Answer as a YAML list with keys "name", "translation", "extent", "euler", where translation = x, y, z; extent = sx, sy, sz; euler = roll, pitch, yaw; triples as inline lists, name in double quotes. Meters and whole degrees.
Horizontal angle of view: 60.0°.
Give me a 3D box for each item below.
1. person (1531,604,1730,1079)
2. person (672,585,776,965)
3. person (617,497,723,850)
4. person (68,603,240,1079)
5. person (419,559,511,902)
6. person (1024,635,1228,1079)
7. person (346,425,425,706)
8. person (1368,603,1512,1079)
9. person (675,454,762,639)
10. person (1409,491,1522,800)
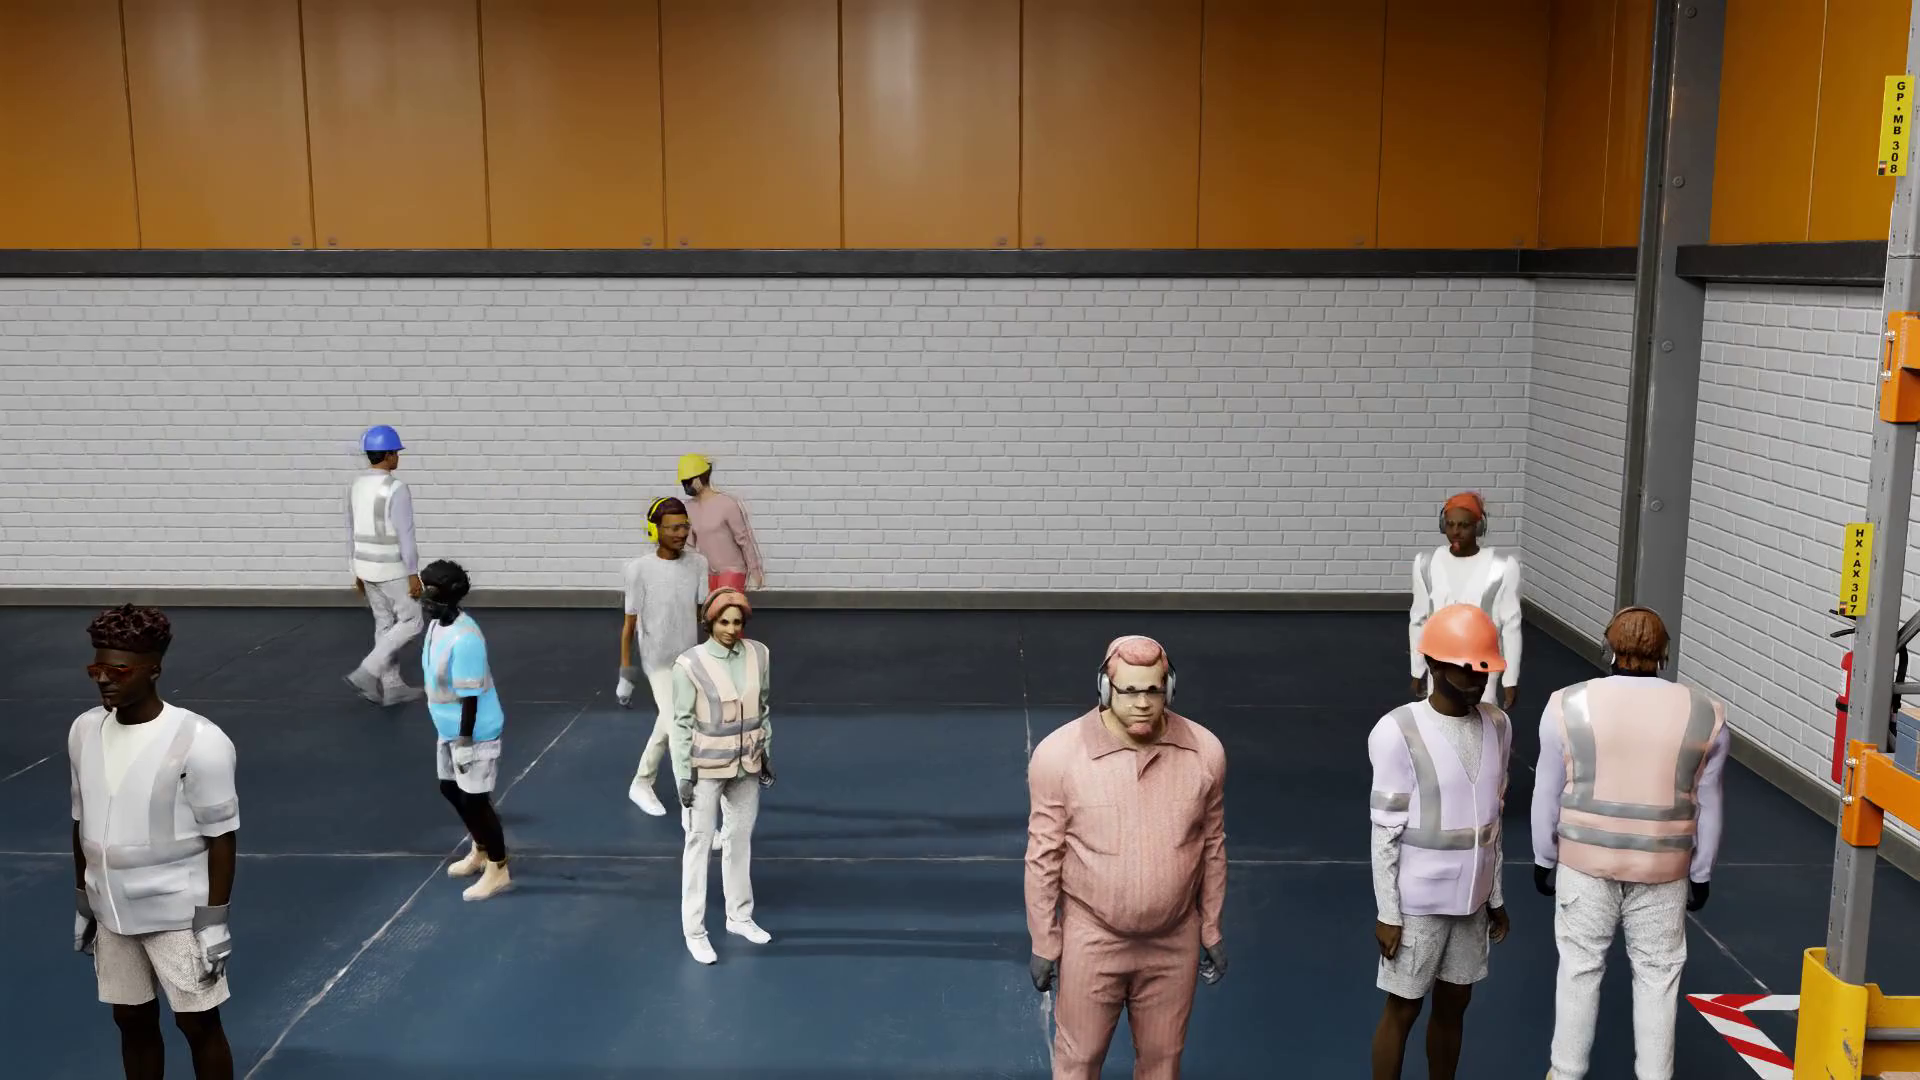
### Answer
- name: "person"
  translation: [2.347, 1.137, 5.894]
  extent: [0.630, 1.835, 0.430]
  euler: [3, 10, 15]
- name: "person"
  translation: [-1.025, 1.004, 7.257]
  extent: [0.517, 1.638, 0.315]
  euler: [-9, 13, -44]
- name: "person"
  translation: [-1.531, 0.660, 8.810]
  extent: [1.021, 1.822, 0.526]
  euler: [9, 13, 44]
- name: "person"
  translation: [-2.582, 1.165, 5.313]
  extent: [0.607, 1.966, 0.367]
  euler: [3, 10, 15]
- name: "person"
  translation: [-2.328, 0.891, 7.826]
  extent: [0.408, 1.662, 0.553]
  euler: [-6, 11, -33]
- name: "person"
  translation: [0.526, 1.225, 5.145]
  extent: [0.652, 1.904, 0.403]
  euler: [-2, 10, -10]
- name: "person"
  translation: [-3.913, 0.198, 11.207]
  extent: [0.621, 1.932, 0.552]
  euler: [7, 12, 37]
- name: "person"
  translation: [1.587, 1.157, 5.453]
  extent: [0.544, 1.938, 0.355]
  euler: [-5, 11, -27]
- name: "person"
  translation: [-1.668, 0.244, 11.583]
  extent: [0.548, 1.707, 0.626]
  euler: [8, 12, 39]
- name: "person"
  translation: [2.641, 0.659, 8.646]
  extent: [0.584, 1.869, 0.582]
  euler: [7, 12, 37]
